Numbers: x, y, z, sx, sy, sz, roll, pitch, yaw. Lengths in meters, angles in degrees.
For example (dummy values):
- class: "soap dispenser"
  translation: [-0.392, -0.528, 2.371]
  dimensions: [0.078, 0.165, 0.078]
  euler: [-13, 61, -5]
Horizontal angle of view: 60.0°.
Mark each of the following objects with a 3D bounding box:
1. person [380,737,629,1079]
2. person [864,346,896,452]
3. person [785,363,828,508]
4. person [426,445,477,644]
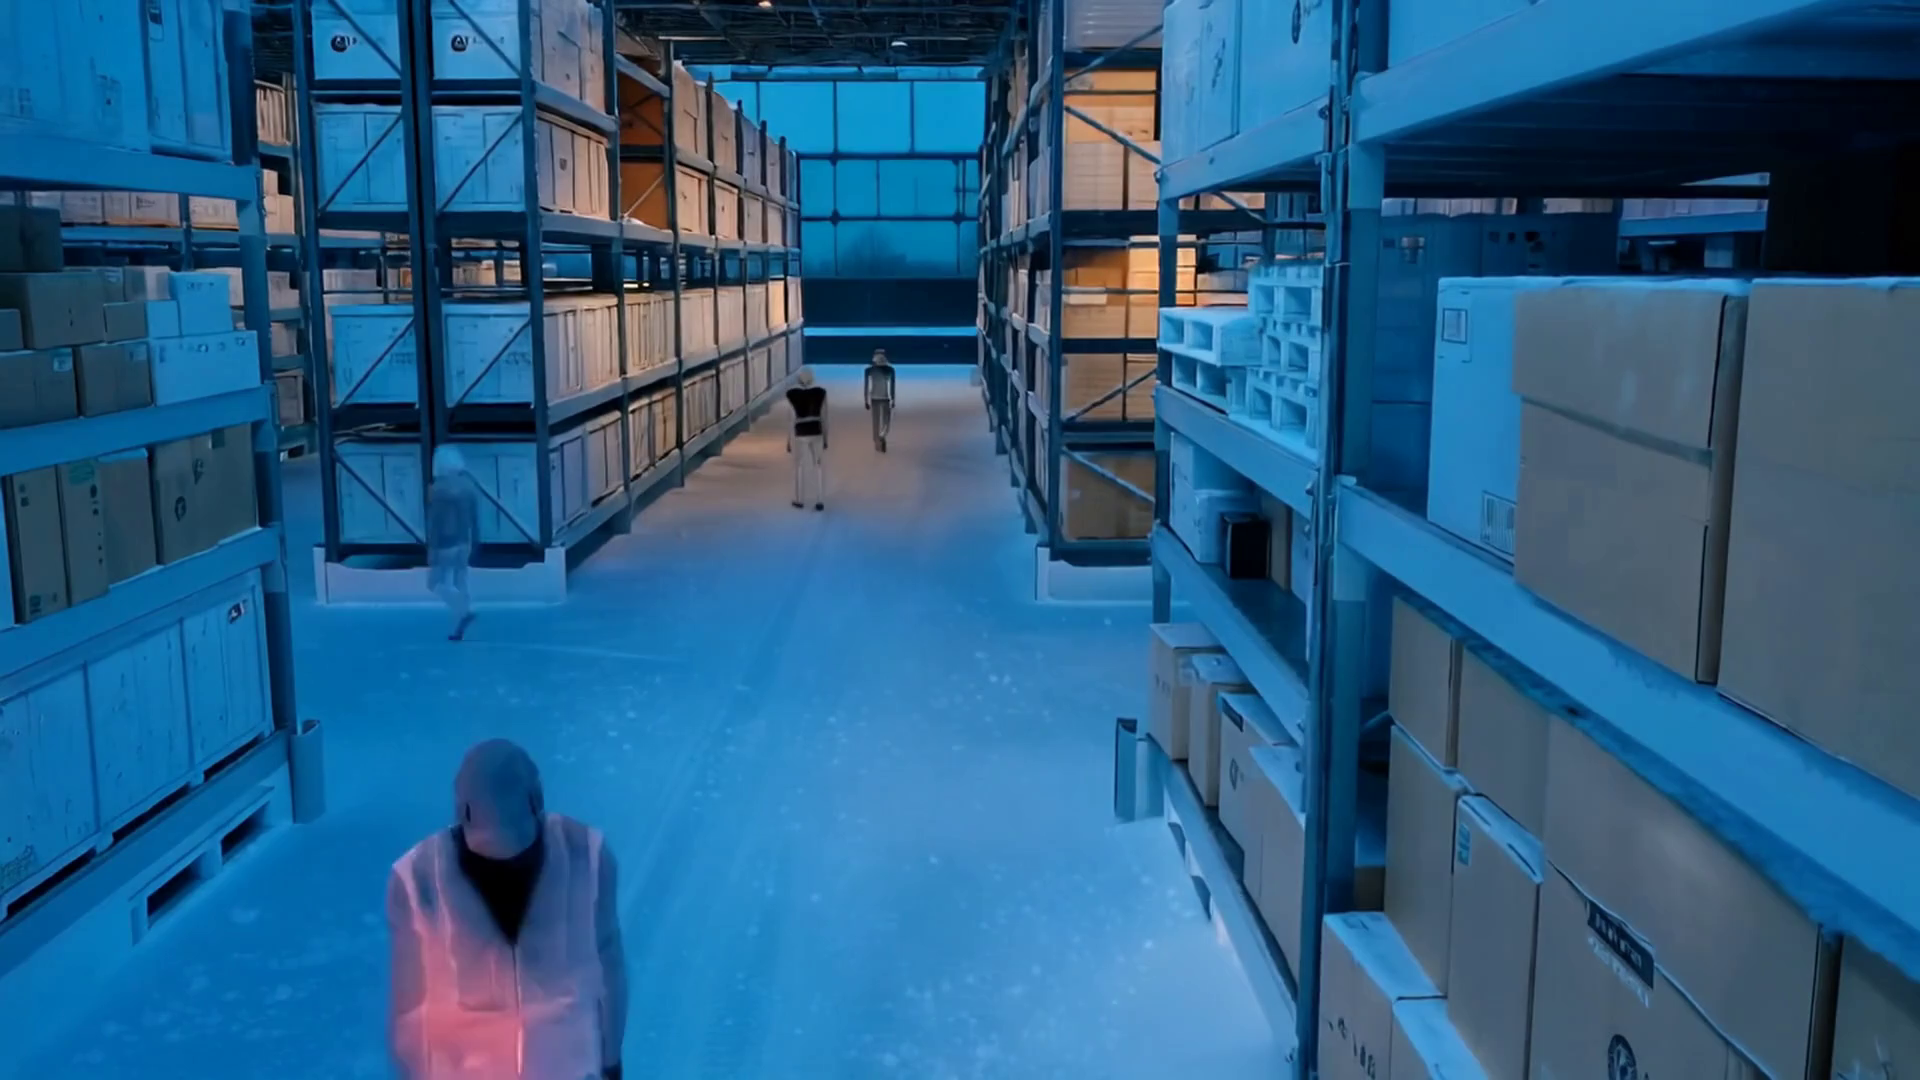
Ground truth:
- class: "person"
  translation: [-1.215, 1.398, 4.502]
  dimensions: [0.626, 1.832, 0.563]
  euler: [-4, 10, -21]
- class: "person"
  translation: [-1.336, -2.323, 27.534]
  dimensions: [0.533, 1.750, 0.488]
  euler: [1, 9, 6]
- class: "person"
  translation: [-1.937, -1.305, 21.053]
  dimensions: [0.568, 1.849, 0.407]
  euler: [-4, 10, -21]
- class: "person"
  translation: [-4.090, 0.048, 13.393]
  dimensions: [0.374, 1.624, 0.521]
  euler: [5, 10, 26]
